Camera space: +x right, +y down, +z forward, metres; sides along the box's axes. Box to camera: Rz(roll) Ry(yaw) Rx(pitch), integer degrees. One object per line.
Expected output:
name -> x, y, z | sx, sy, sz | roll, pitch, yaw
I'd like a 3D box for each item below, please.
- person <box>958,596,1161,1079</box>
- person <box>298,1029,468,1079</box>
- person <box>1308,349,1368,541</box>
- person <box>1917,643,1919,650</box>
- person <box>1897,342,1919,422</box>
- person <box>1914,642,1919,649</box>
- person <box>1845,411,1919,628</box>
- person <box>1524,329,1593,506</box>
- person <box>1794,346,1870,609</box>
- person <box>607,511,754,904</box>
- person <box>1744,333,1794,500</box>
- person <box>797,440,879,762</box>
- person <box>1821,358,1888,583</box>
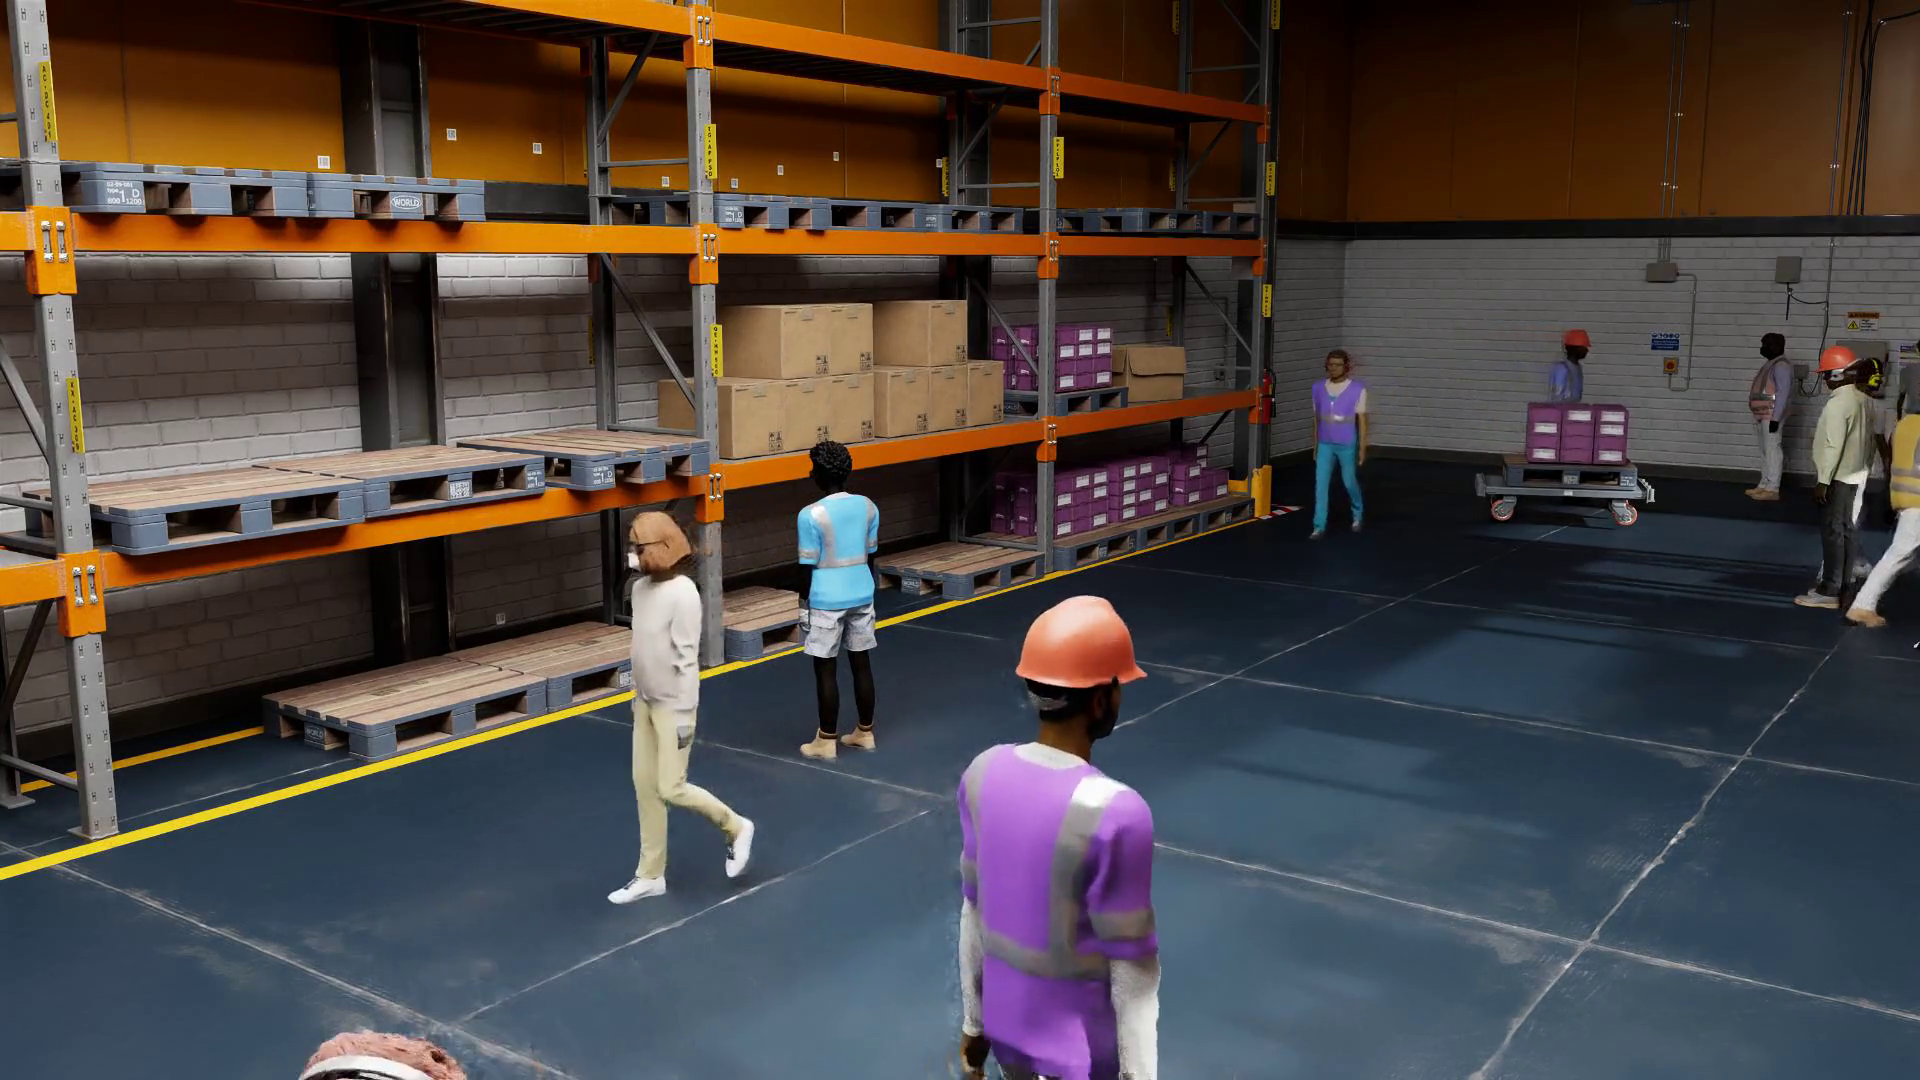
person -> 0.154, 1.077, 3.619 | 0.840, 1.916, 0.561 | -7, 12, -36
person -> -0.653, 1.398, 1.921 | 0.974, 1.844, 0.697 | -9, 13, -42
person -> 3.633, -0.923, 15.850 | 0.584, 1.811, 0.926 | 7, 12, 34
person -> 6.719, -0.177, 11.029 | 0.543, 1.928, 0.374 | 9, 13, 44
person -> 10.187, -1.230, 17.560 | 0.534, 1.836, 0.798 | 9, 13, 44
person -> 6.706, -0.047, 11.110 | 0.513, 1.641, 0.307 | 9, 13, 42
person -> 6.831, -0.240, 11.854 | 0.954, 1.797, 0.636 | 0, 10, 1
person -> 6.463, -1.339, 18.044 | 0.811, 1.911, 0.557 | 8, 13, 40
person -> 6.637, -0.474, 12.629 | 0.393, 1.985, 0.611 | 9, 13, 44
person -> -1.176, 0.679, 6.826 | 0.545, 1.618, 0.518 | -7, 12, -38
person -> 8.919, -1.360, 18.334 | 0.429, 1.841, 0.634 | 3, 10, 15
person -> -0.644, 0.323, 8.755 | 0.534, 1.694, 0.321 | -9, 13, -44
person -> 7.398, -0.556, 13.554 | 0.808, 1.841, 0.526 | -2, 10, -12
